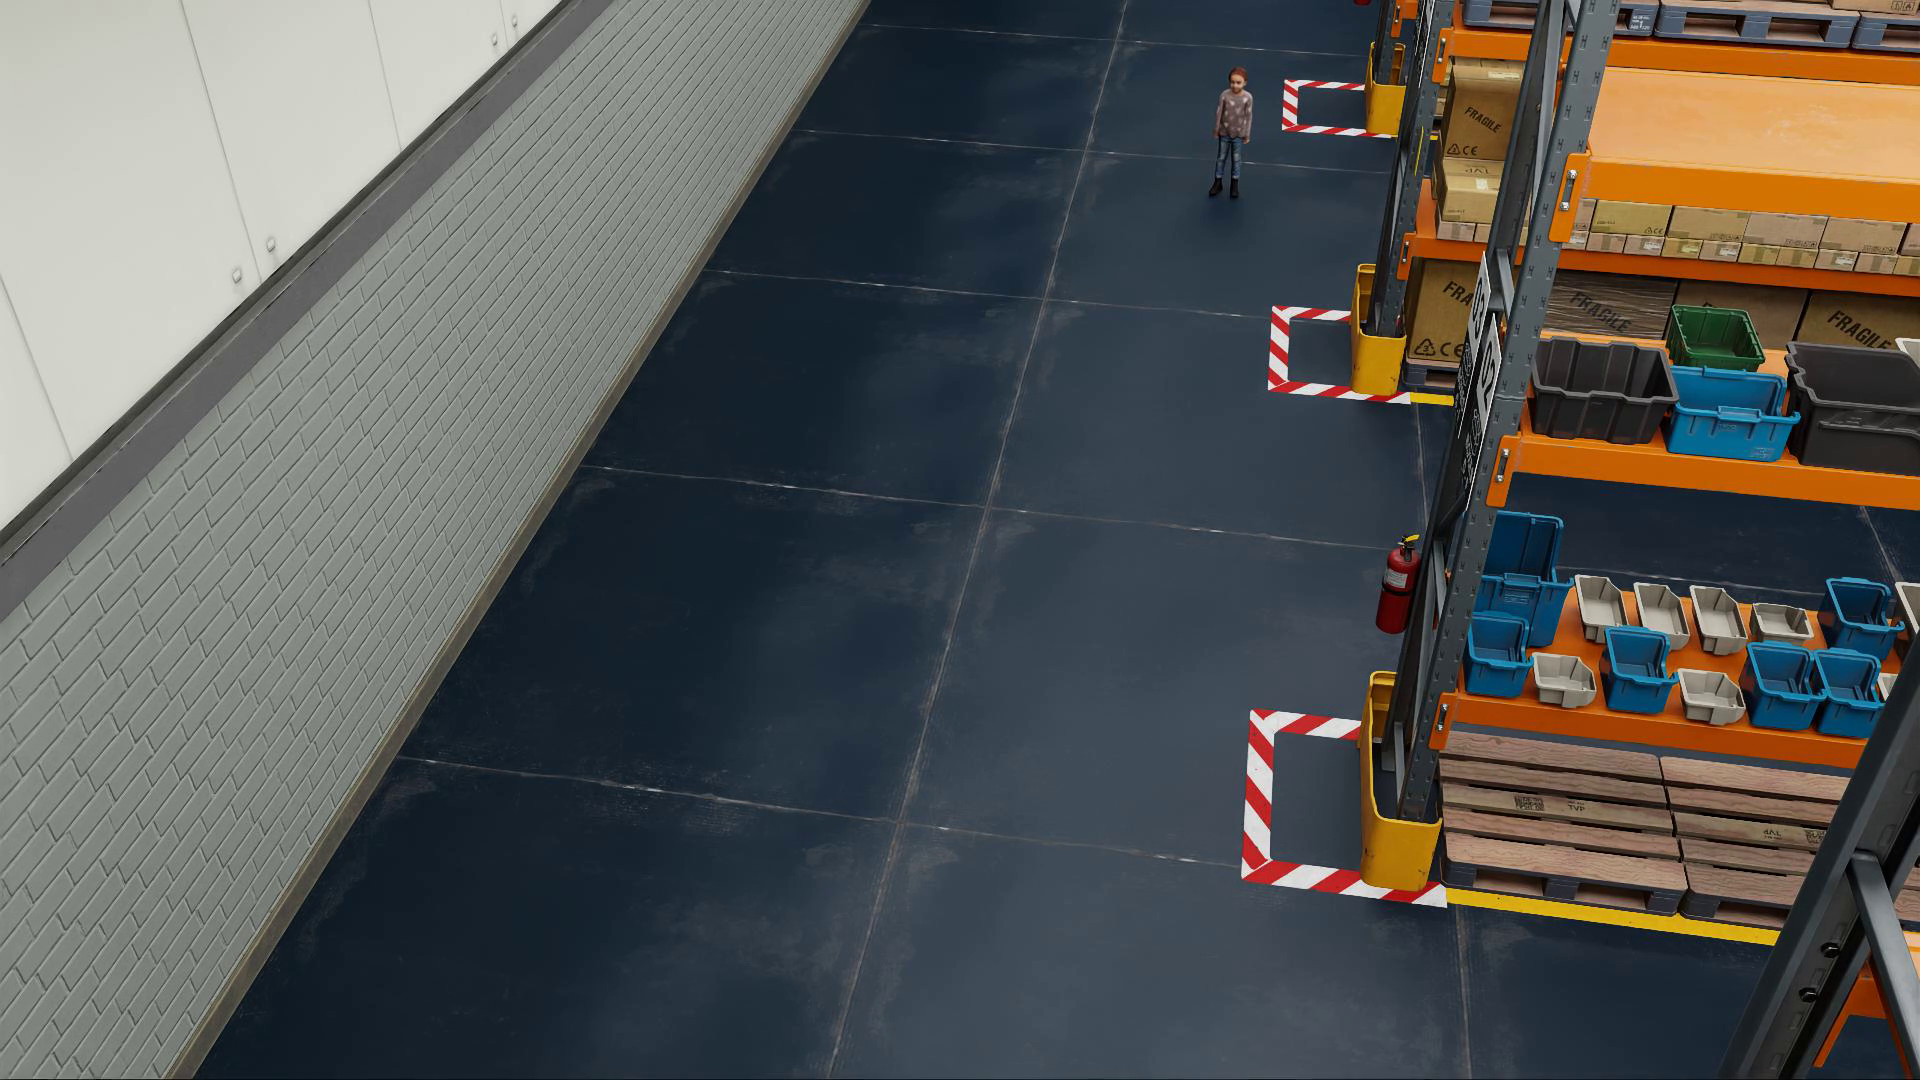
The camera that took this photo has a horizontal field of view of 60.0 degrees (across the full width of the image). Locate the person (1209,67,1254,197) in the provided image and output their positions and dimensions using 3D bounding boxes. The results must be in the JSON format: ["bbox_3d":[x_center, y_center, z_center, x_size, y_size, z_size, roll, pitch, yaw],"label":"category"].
[{"bbox_3d":[2.486,-3.735,15.165,0.428,1.194,0.561,10,38,13],"label":"person"}]
